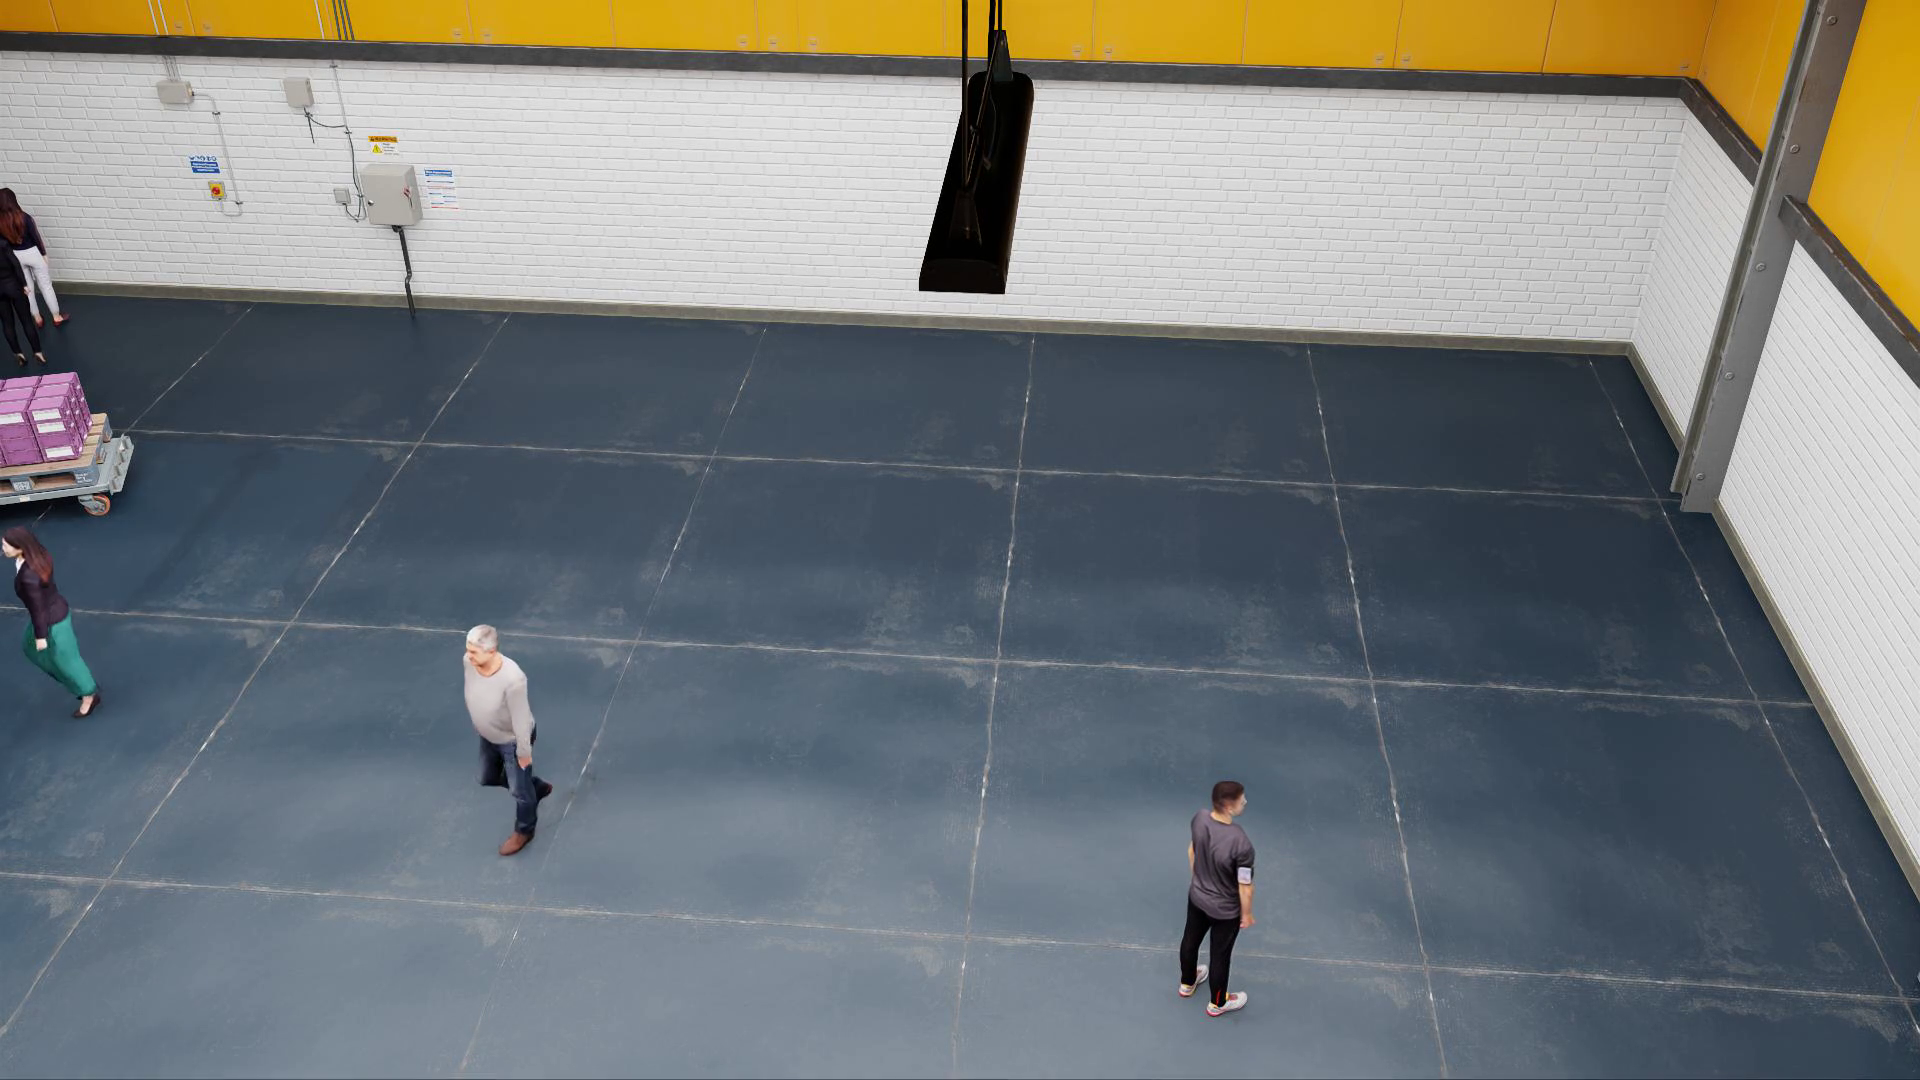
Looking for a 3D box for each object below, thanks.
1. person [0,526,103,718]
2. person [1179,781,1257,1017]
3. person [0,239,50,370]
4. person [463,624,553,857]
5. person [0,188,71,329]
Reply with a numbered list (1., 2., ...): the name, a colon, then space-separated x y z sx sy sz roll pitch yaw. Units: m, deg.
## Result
1. person: -6.755 0.608 12.540 0.815 1.724 0.743 -13 36 -18
2. person: 1.553 2.180 10.140 0.780 1.762 0.715 -24 40 -31
3. person: -9.964 -2.608 17.390 0.603 1.711 0.512 -1 34 -2
4. person: -3.046 1.288 11.358 0.933 1.900 0.986 23 40 30
5. person: -10.213 -3.093 18.216 0.652 1.603 0.612 -5 34 -7
